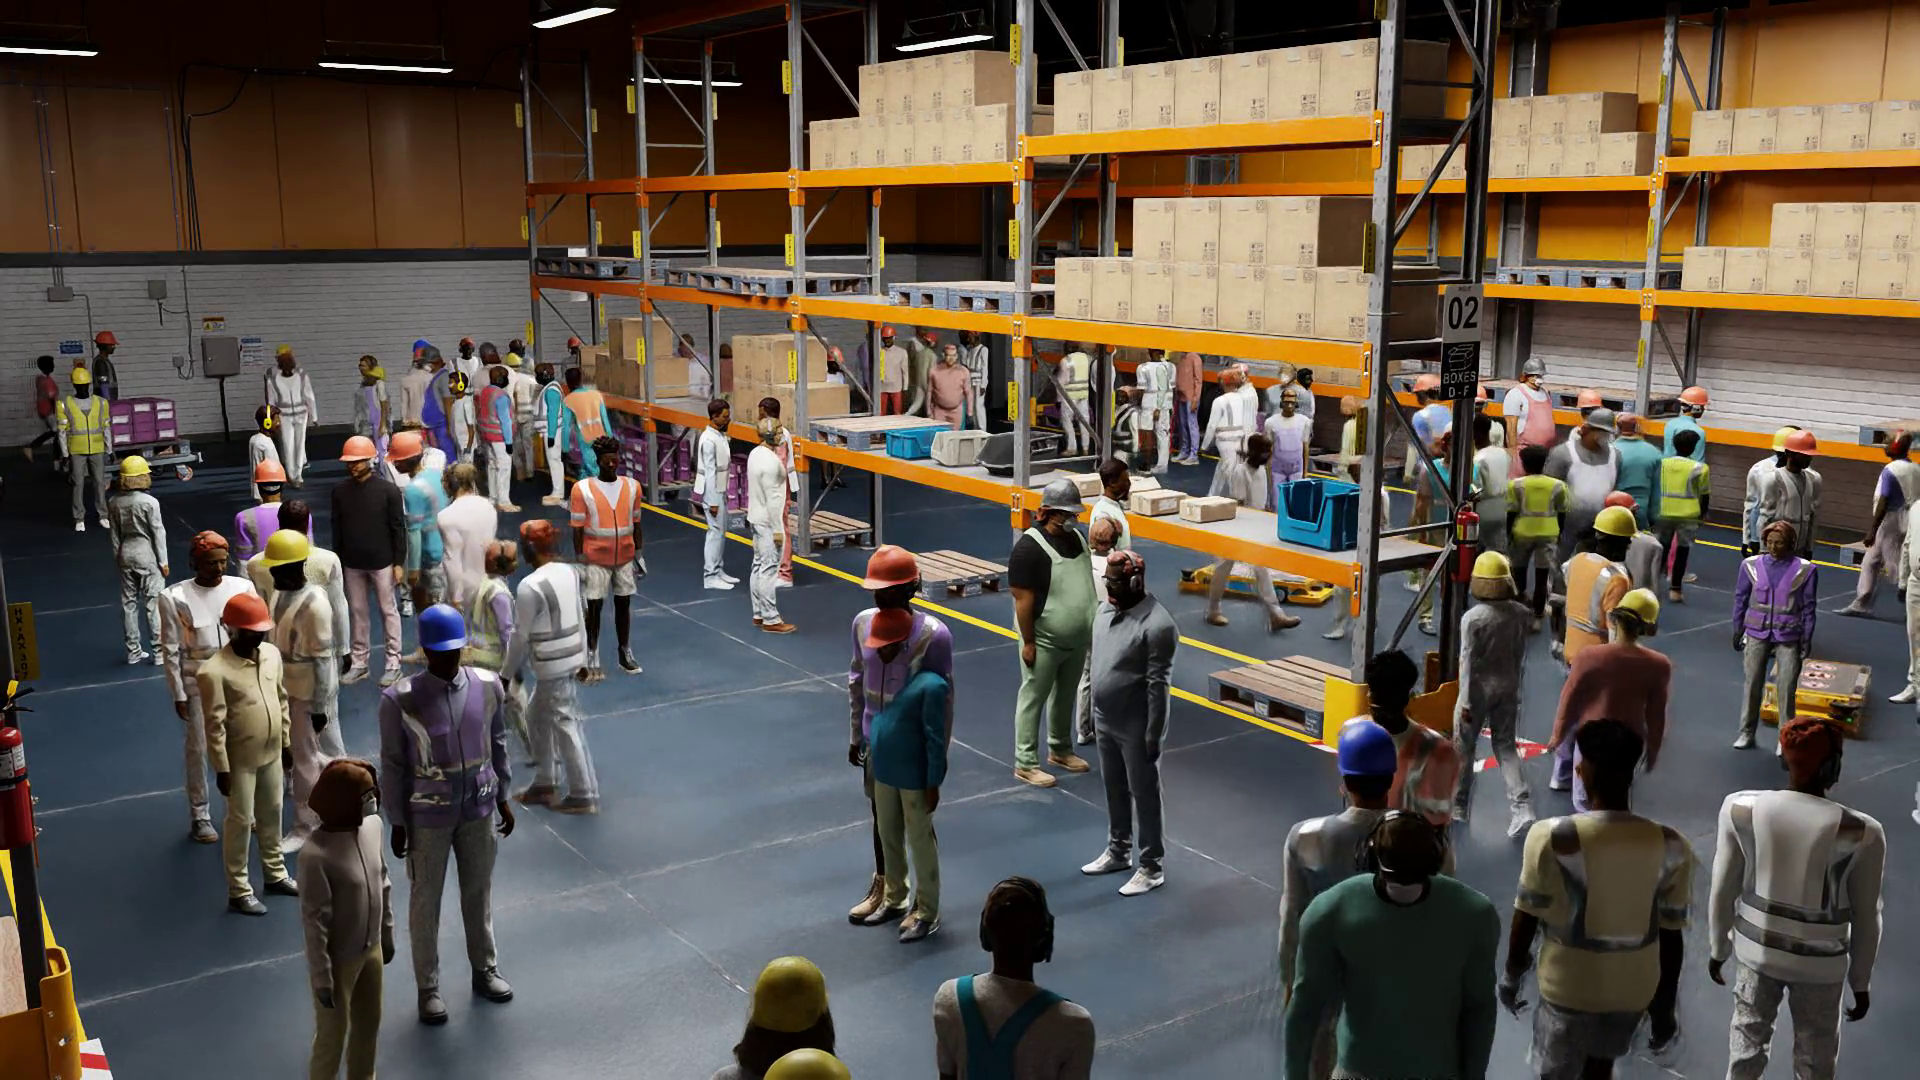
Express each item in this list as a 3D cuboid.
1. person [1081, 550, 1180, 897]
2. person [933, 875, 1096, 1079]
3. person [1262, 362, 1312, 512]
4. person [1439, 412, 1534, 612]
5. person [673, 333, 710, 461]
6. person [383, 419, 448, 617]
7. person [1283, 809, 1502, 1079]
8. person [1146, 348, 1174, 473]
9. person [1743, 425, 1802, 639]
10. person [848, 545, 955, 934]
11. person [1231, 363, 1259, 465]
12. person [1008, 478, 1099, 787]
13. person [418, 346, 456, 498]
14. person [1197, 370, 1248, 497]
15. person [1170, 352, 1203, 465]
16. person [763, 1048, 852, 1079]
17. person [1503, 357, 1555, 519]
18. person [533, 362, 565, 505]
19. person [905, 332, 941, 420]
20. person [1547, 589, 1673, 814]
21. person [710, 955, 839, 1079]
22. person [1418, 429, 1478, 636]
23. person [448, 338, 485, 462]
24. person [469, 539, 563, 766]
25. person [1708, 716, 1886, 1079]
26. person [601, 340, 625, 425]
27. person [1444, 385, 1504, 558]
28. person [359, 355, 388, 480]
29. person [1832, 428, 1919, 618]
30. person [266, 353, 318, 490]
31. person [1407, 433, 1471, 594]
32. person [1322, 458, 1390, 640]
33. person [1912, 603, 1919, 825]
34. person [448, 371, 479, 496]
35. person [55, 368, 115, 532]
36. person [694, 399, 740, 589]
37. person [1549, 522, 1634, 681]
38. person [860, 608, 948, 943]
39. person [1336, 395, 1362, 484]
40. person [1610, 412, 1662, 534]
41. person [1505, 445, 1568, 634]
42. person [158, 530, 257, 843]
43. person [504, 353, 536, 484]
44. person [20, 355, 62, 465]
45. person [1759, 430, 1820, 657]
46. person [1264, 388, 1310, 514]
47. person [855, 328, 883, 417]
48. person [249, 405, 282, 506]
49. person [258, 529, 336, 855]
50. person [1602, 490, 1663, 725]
[{"bbox_3d":[0.905,0.990,9.156,0.401,1.903,0.644,-7,13,-31],"label":"person"},{"bbox_3d":[0.157,1.867,4.838,0.501,1.839,0.341,6,13,30],"label":"person"},{"bbox_3d":[3.970,-1.220,20.427,0.701,1.929,0.345,9,15,40],"label":"person"},{"bbox_3d":[4.888,-0.214,15.284,0.616,1.924,0.904,-7,13,-33],"label":"person"},{"bbox_3d":[-4.135,-2.165,25.252,0.688,1.925,0.503,-3,11,-13],"label":"person"},{"bbox_3d":[-5.038,-0.218,15.467,0.575,1.843,0.375,-6,13,-28],"label":"person"},{"bbox_3d":[1.341,1.738,5.397,0.790,1.891,0.572,1,11,4],"label":"person"},{"bbox_3d":[2.875,-1.930,23.991,0.415,1.937,0.609,3,11,14],"label":"person"},{"bbox_3d":[7.085,-0.051,14.442,0.587,1.915,0.391,-4,12,-21],"label":"person"},{"bbox_3d":[-0.333,1.029,8.580,0.614,2.041,0.390,7,13,31],"label":"person"},{"bbox_3d":[3.443,-1.225,20.489,0.399,1.900,0.644,0,11,0],"label":"person"},{"bbox_3d":[0.653,0.582,10.875,0.535,2.000,0.685,10,15,41],"label":"person"},{"bbox_3d":[-6.889,-1.567,21.871,0.534,2.000,0.739,-11,15,-43],"label":"person"},{"bbox_3d":[3.140,-1.125,20.098,0.923,1.839,0.571,9,14,38],"label":"person"},{"bbox_3d":[3.400,-2.122,24.827,0.384,1.993,0.622,-3,12,-17],"label":"person"},{"bbox_3d":[-0.336,2.042,3.692,0.595,1.925,0.371,-1,11,-7],"label":"person"},{"bbox_3d":[6.784,-1.147,19.724,0.683,2.000,0.538,-7,13,-33],"label":"person"},{"bbox_3d":[-5.272,-1.370,21.419,0.430,1.832,0.632,-3,12,-17],"label":"person"},{"bbox_3d":[-0.634,-2.700,28.509,0.738,1.713,0.612,-8,14,-36],"label":"person"},{"bbox_3d":[3.522,1.107,9.016,0.571,1.721,0.666,0,11,0],"label":"person"},{"bbox_3d":[-0.455,1.969,4.561,0.500,1.744,0.330,4,12,21],"label":"person"},{"bbox_3d":[4.314,-0.082,14.778,0.570,1.840,0.372,-4,12,-20],"label":"person"},{"bbox_3d":[-7.389,-2.104,25.045,0.578,1.879,0.367,-6,13,-28],"label":"person"},{"bbox_3d":[-3.092,0.785,10.994,0.874,1.589,0.526,-4,12,-18],"label":"person"},{"bbox_3d":[3.098,1.573,6.208,0.575,1.883,0.362,9,14,39],"label":"person"},{"bbox_3d":[-5.625,-2.374,26.816,0.548,1.707,0.693,7,13,32],"label":"person"},{"bbox_3d":[5.221,-0.591,16.998,0.622,1.991,0.389,1,11,7],"label":"person"},{"bbox_3d":[-7.888,-1.560,22.335,0.504,1.847,0.344,8,14,36],"label":"person"},{"bbox_3d":[8.489,-0.108,15.022,0.918,1.815,0.570,10,15,41],"label":"person"},{"bbox_3d":[-9.166,-1.650,22.837,0.594,1.845,0.977,-6,13,-28],"label":"person"},{"bbox_3d":[4.692,-0.236,16.184,0.514,1.607,0.723,-10,15,-41],"label":"person"},{"bbox_3d":[3.434,0.097,14.423,0.555,1.613,0.700,9,14,38],"label":"person"},{"bbox_3d":[5.849,0.903,9.680,0.575,1.883,0.992,5,12,25],"label":"person"},{"bbox_3d":[-5.907,-1.067,19.749,0.329,1.873,0.515,-7,13,-30],"label":"person"},{"bbox_3d":[-10.295,-1.069,19.612,0.586,1.928,0.369,-10,15,-41],"label":"person"},{"bbox_3d":[-2.435,-0.457,16.541,0.401,1.908,0.598,0,11,1],"label":"person"},{"bbox_3d":[4.307,0.673,11.393,0.535,1.657,0.859,4,12,21],"label":"person"},{"bbox_3d":[-0.317,1.186,8.562,0.573,1.738,0.351,10,15,42],"label":"person"},{"bbox_3d":[4.539,-0.889,19.469,0.444,1.614,0.520,6,13,28],"label":"person"},{"bbox_3d":[6.172,-0.267,15.648,0.642,1.870,0.858,-2,11,-10],"label":"person"},{"bbox_3d":[5.169,-0.033,14.981,0.552,1.647,0.834,3,11,13],"label":"person"},{"bbox_3d":[-4.420,0.863,9.881,0.564,1.875,0.365,-11,15,-44],"label":"person"},{"bbox_3d":[-6.196,-1.698,23.170,0.607,1.796,0.871,-9,14,-38],"label":"person"},{"bbox_3d":[-13.450,-1.880,24.420,0.600,1.679,0.537,-11,15,-44],"label":"person"},{"bbox_3d":[6.971,0.031,13.998,0.546,1.930,0.379,-4,12,-19],"label":"person"},{"bbox_3d":[3.574,-0.753,18.249,0.501,1.839,0.344,0,11,-2],"label":"person"},{"bbox_3d":[-1.387,-2.667,27.891,0.614,1.878,0.979,5,12,26],"label":"person"},{"bbox_3d":[-6.815,-0.411,16.447,0.348,1.856,0.523,-9,14,-38],"label":"person"},{"bbox_3d":[-3.857,0.859,9.776,0.613,1.912,0.641,-11,15,-43],"label":"person"},{"bbox_3d":[4.802,0.493,12.138,0.565,1.720,0.437,-1,11,-5],"label":"person"}]
